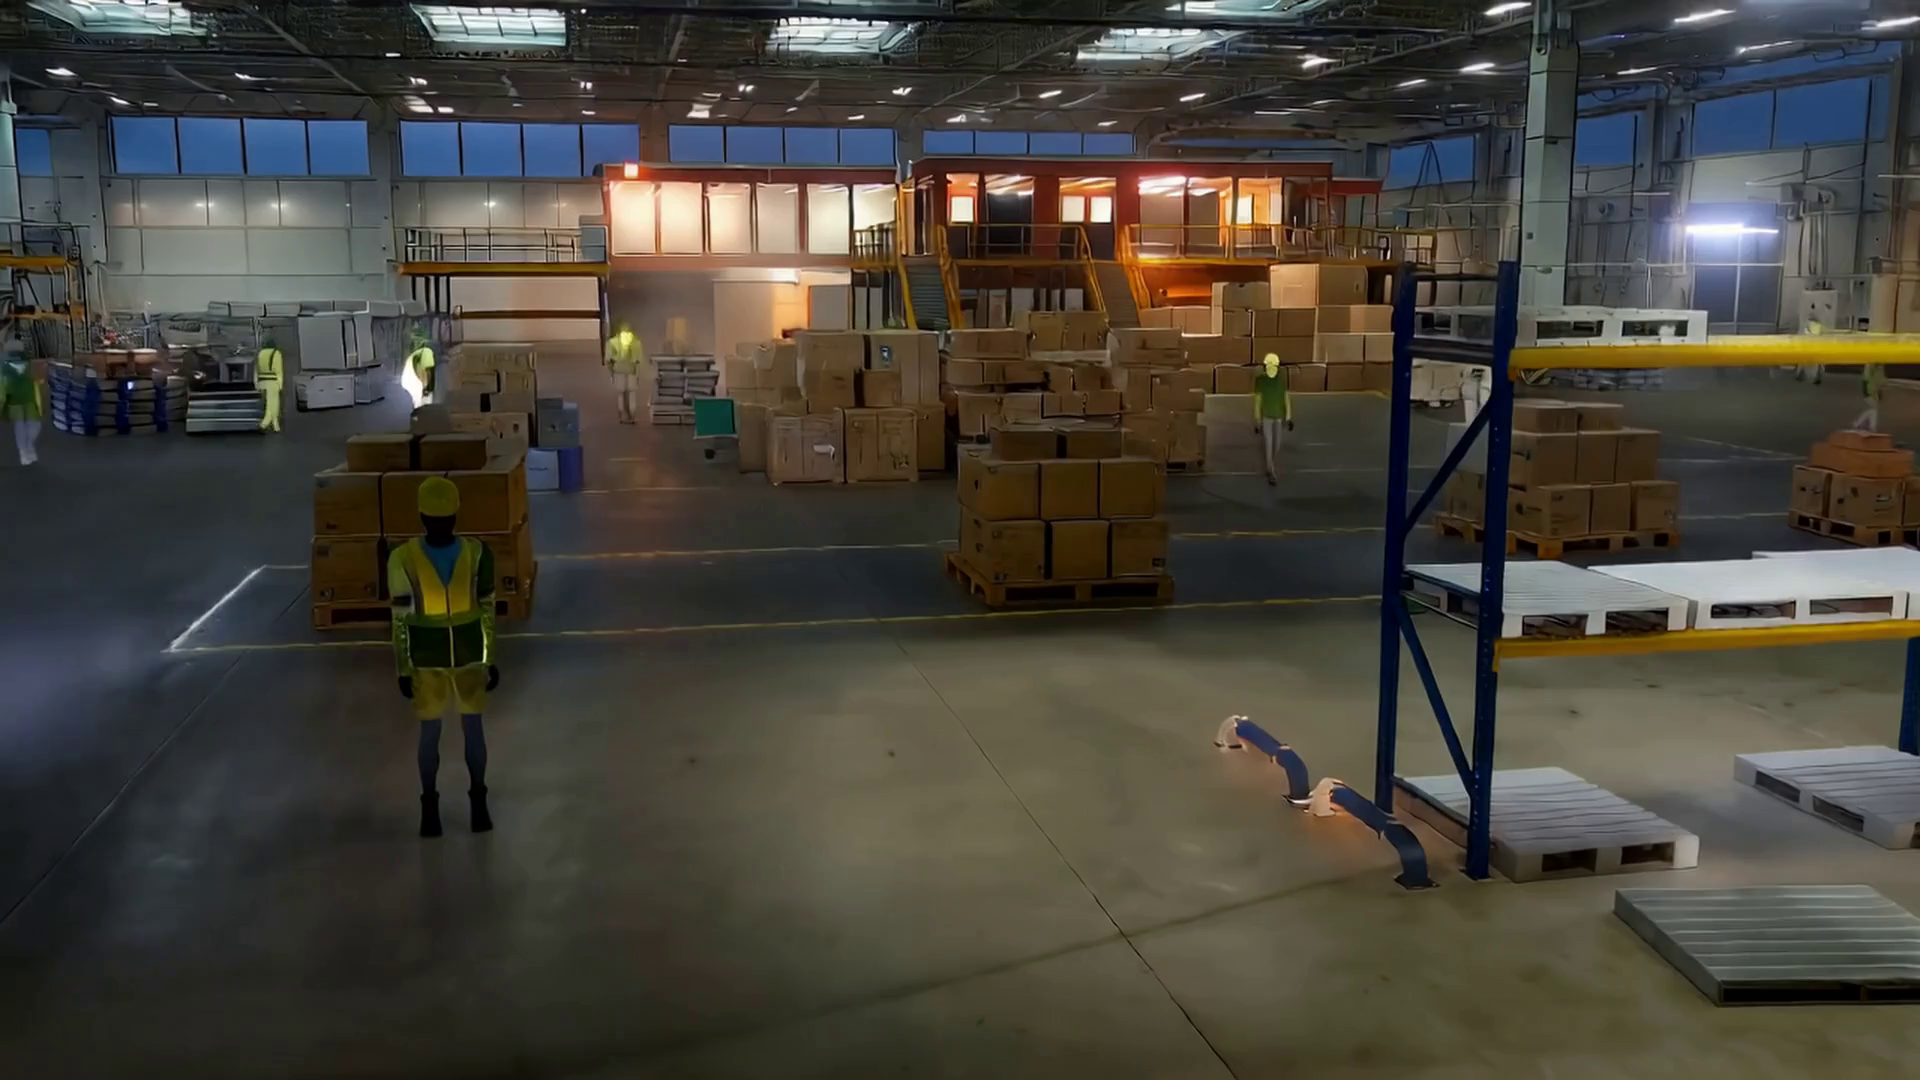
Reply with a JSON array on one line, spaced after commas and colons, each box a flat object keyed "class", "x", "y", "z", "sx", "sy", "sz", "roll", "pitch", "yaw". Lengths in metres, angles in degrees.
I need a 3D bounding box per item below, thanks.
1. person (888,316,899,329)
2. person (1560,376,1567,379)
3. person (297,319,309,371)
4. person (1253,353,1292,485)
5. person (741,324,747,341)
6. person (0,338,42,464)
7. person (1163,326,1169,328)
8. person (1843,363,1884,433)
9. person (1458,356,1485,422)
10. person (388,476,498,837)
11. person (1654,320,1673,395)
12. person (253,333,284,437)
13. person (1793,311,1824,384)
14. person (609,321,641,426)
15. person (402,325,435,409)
[{"class": "person", "x": -1.539, "y": -4.124, "z": 37.716, "sx": 0.431, "sy": 1.911, "sz": 0.599, "roll": 7, "pitch": 11, "yaw": 35}, {"class": "person", "x": 15.974, "y": -5.333, "z": 45.079, "sx": 0.937, "sy": 1.916, "sz": 0.614, "roll": 3, "pitch": 10, "yaw": 20}, {"class": "person", "x": -15.985, "y": -4.516, "z": 40.527, "sx": 0.300, "sy": 1.772, "sz": 0.532, "roll": -1, "pitch": 9, "yaw": -5}, {"class": "person", "x": 4.367, "y": -1.713, "z": 23.329, "sx": 0.530, "sy": 1.834, "sz": 0.917, "roll": 0, "pitch": 9, "yaw": -2}, {"class": "person", "x": -7.933, "y": -8.130, "z": 62.214, "sx": 0.860, "sy": 1.869, "sz": 0.664, "roll": 7, "pitch": 12, "yaw": 38}, {"class": "person", "x": -14.345, "y": -2.118, "z": 25.436, "sx": 0.553, "sy": 1.920, "sz": 0.409, "roll": -9, "pitch": 13, "yaw": -44}, {"class": "person", "x": 3.932, "y": -3.137, "z": 31.762, "sx": 1.025, "sy": 1.881, "sz": 0.658, "roll": 8, "pitch": 13, "yaw": 42}, {"class": "person", "x": 15.660, "y": -2.525, "z": 28.706, "sx": 0.538, "sy": 1.676, "sz": 0.718, "roll": -7, "pitch": 12, "yaw": -36}, {"class": "person", "x": 9.434, "y": -2.946, "z": 30.751, "sx": 0.430, "sy": 1.841, "sz": 0.623, "roll": 9, "pitch": 13, "yaw": 44}, {"class": "person", "x": -2.707, "y": 0.617, "z": 8.777, "sx": 0.539, "sy": 1.929, "sz": 0.394, "roll": -4, "pitch": 10, "yaw": -23}, {"class": "person", "x": 16.561, "y": -4.400, "z": 39.145, "sx": 0.400, "sy": 1.989, "sz": 0.623, "roll": 4, "pitch": 10, "yaw": 23}, {"class": "person", "x": -12.212, "y": -2.704, "z": 29.243, "sx": 0.601, "sy": 1.855, "sz": 0.737, "roll": 3, "pitch": 10, "yaw": 15}, {"class": "person", "x": 22.065, "y": -4.991, "z": 43.117, "sx": 0.585, "sy": 1.855, "sz": 1.013, "roll": -1, "pitch": 9, "yaw": -4}, {"class": "person", "x": -6.390, "y": -3.191, "z": 31.796, "sx": 0.611, "sy": 1.999, "sz": 1.054, "roll": -2, "pitch": 10, "yaw": -14}, {"class": "person", "x": -9.144, "y": -2.611, "z": 28.090, "sx": 0.536, "sy": 2.000, "sz": 0.676, "roll": -5, "pitch": 11, "yaw": -30}]
